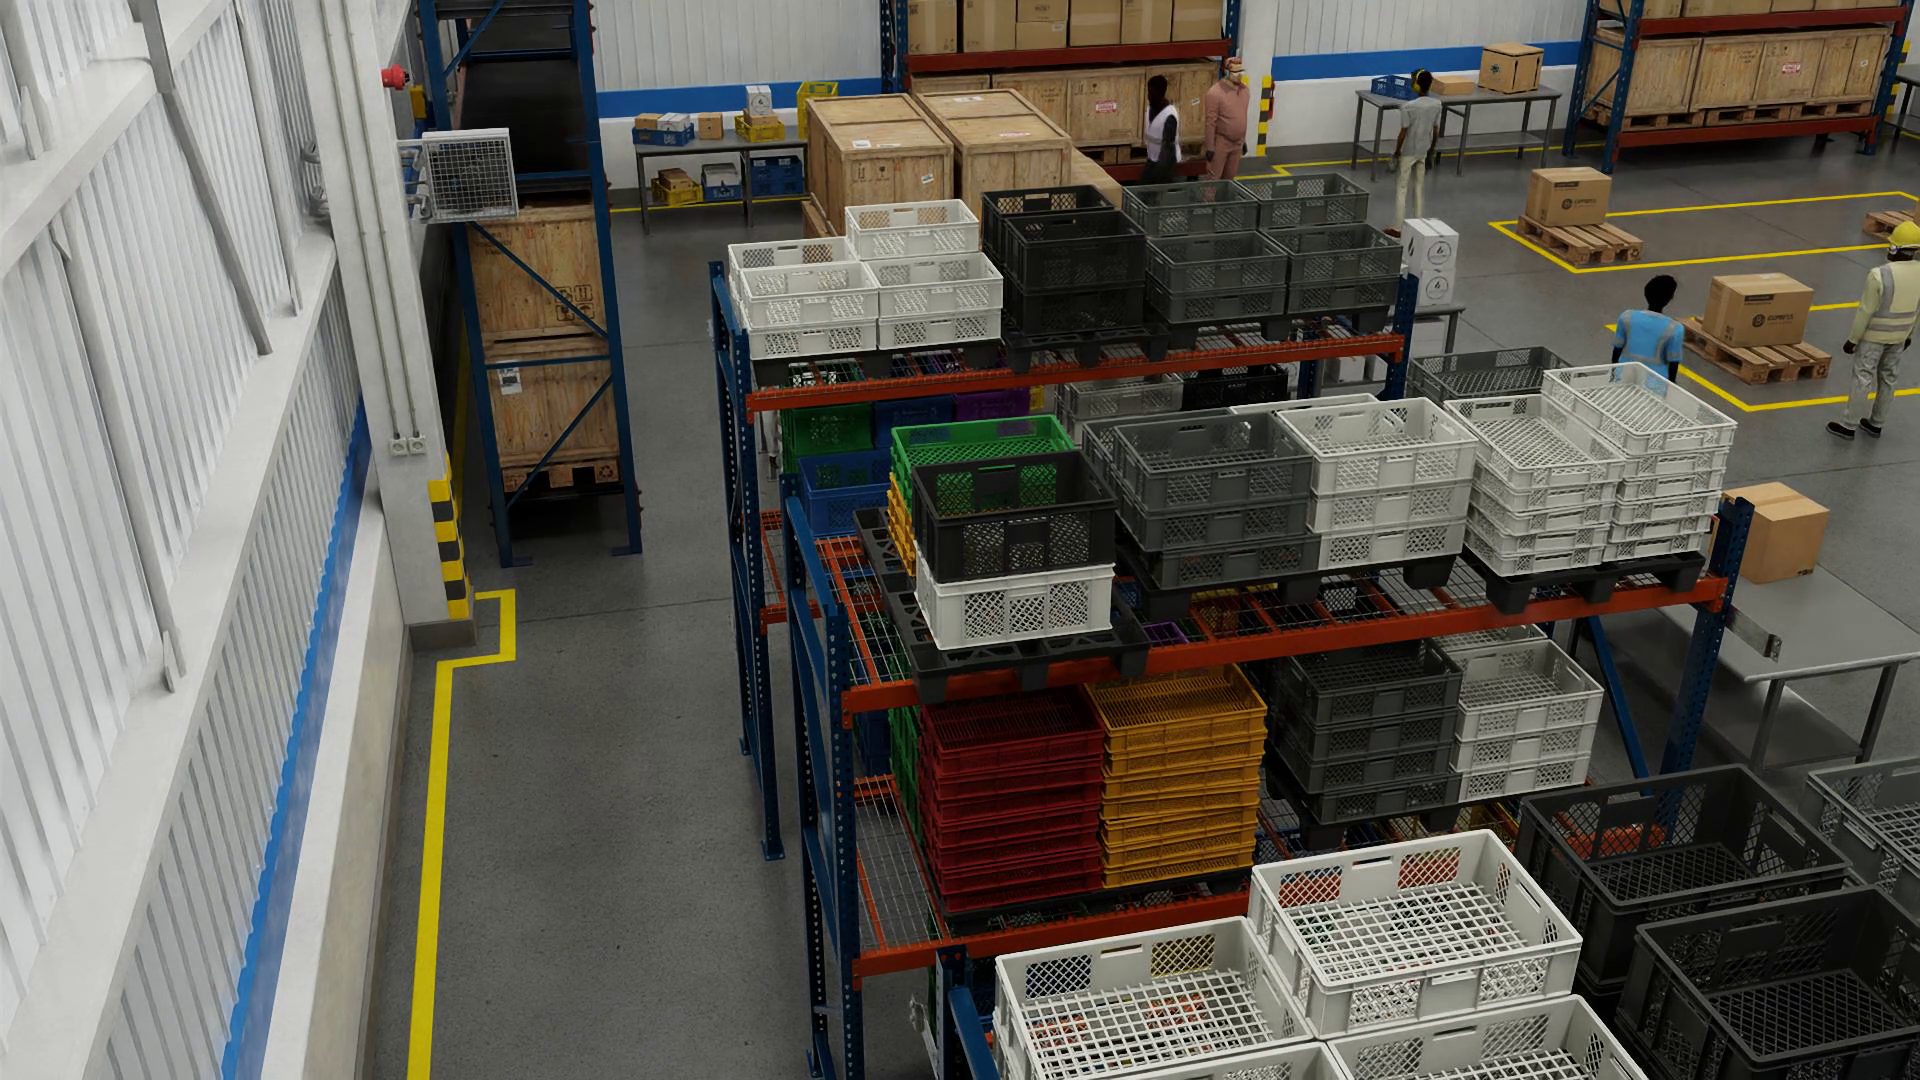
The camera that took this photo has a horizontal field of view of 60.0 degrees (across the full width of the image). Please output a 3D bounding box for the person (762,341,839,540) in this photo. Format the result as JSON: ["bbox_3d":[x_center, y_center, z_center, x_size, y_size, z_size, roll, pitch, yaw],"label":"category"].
[{"bbox_3d":[-1.059,-0.624,11.484,0.575,1.884,0.355,3,28,6],"label":"person"}]

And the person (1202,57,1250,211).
[{"bbox_3d":[3.027,-4.485,18.785,0.642,1.909,0.399,-20,34,-34],"label":"person"}]

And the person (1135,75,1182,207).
[{"bbox_3d":[2.055,-4.074,18.032,0.902,1.876,0.594,-12,30,-21],"label":"person"}]

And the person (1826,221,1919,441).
[{"bbox_3d":[7.519,-1.698,13.574,0.588,1.834,0.403,-5,28,-9],"label":"person"}]

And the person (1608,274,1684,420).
[{"bbox_3d":[5.251,-1.222,12.816,0.540,1.695,0.317,24,36,37],"label":"person"}]

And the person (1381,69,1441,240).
[{"bbox_3d":[5.016,-4.251,18.398,0.566,1.855,0.333,-10,29,-18],"label":"person"}]
